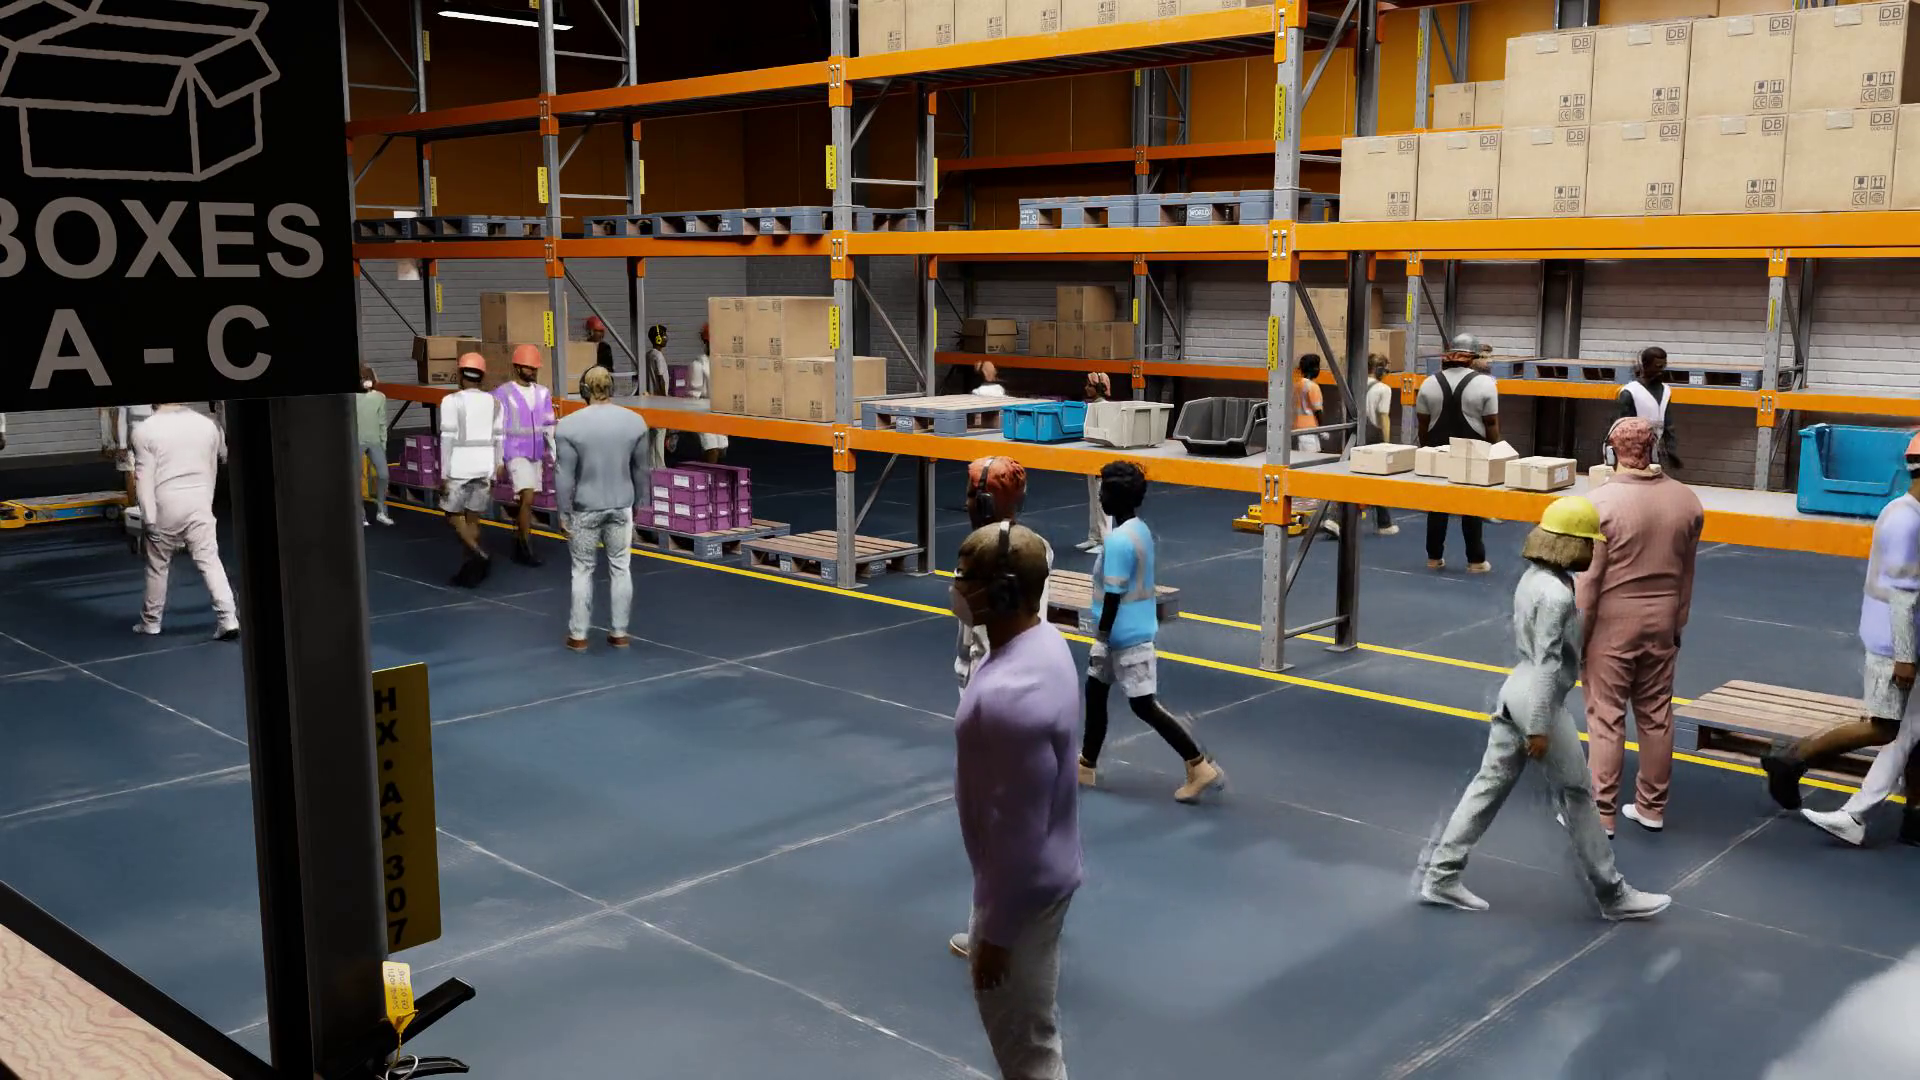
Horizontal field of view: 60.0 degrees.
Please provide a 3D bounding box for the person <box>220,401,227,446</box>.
[{"bbox_3d":[-7.291,-1.143,17.173,0.648,1.826,0.452,-6,11,-34],"label":"person"}]

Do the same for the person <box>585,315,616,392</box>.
[{"bbox_3d":[-4.777,-1.940,21.627,0.797,1.975,0.616,4,10,24],"label":"person"}]

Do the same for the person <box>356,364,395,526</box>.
[{"bbox_3d":[-5.884,-0.924,16.487,0.518,1.618,0.537,-8,12,-40],"label":"person"}]

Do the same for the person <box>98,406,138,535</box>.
[{"bbox_3d":[-8.052,-1.003,16.126,0.663,1.907,0.550,8,12,41],"label":"person"}]

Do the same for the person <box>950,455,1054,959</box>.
[{"bbox_3d":[0.157,0.623,6.170,0.337,1.882,0.585,4,10,25],"label":"person"}]

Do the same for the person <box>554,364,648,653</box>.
[{"bbox_3d":[-2.396,-0.205,11.105,0.641,1.936,0.428,-5,11,-28],"label":"person"}]

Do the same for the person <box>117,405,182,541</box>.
[{"bbox_3d":[-7.684,-0.942,15.928,0.589,1.829,1.001,2,9,9],"label":"person"}]

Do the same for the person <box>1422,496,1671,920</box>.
[{"bbox_3d":[2.296,0.663,6.538,0.942,1.680,0.493,1,9,5],"label":"person"}]

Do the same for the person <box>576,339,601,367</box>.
[{"bbox_3d":[-4.363,-1.488,19.540,0.546,1.739,0.710,-5,10,-28],"label":"person"}]

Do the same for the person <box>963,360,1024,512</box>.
[{"bbox_3d":[0.339,-1.064,17.328,0.509,1.615,0.706,-9,13,-44],"label":"person"}]

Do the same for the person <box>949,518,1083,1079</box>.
[{"bbox_3d":[0.135,0.901,4.304,0.364,1.937,0.633,1,9,5],"label":"person"}]

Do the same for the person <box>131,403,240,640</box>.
[{"bbox_3d":[-5.370,-0.217,11.465,0.996,1.856,0.637,7,11,35],"label":"person"}]

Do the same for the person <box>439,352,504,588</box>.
[{"bbox_3d":[-3.894,-0.548,13.331,0.619,1.892,0.605,8,13,42],"label":"person"}]

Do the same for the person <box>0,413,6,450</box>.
[{"bbox_3d":[-9.691,-1.068,16.264,0.640,1.970,0.496,-5,11,-30],"label":"person"}]

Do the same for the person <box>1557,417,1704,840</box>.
[{"bbox_3d":[2.987,0.397,7.506,0.641,1.904,0.401,-3,10,-16],"label":"person"}]

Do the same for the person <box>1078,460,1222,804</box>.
[{"bbox_3d":[0.855,0.442,7.969,0.844,1.660,0.526,2,9,11],"label":"person"}]

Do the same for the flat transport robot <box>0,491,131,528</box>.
[{"bbox_3d":[-9.076,-0.321,16.894,0.652,0.197,1.431,9,13,43],"label":"flat transport robot"}]

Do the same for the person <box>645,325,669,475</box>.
[{"bbox_3d":[-3.705,-1.712,20.529,0.328,1.872,0.512,-5,11,-30],"label":"person"}]

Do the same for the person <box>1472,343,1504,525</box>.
[{"bbox_3d":[5.186,-1.093,16.909,0.576,1.822,0.848,-5,10,-27],"label":"person"}]

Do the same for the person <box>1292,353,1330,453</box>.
[{"bbox_3d":[3.715,-1.185,17.922,0.784,1.663,0.534,-1,9,-6],"label":"person"}]

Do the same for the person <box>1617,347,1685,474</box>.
[{"bbox_3d":[5.963,-0.720,14.396,0.586,1.894,0.604,-7,12,-38],"label":"person"}]

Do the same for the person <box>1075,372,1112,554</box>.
[{"bbox_3d":[1.241,-0.696,15.007,0.307,1.641,0.513,-2,9,-10],"label":"person"}]

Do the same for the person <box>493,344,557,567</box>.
[{"bbox_3d":[-3.690,-0.721,14.318,0.697,1.906,0.571,7,12,38],"label":"person"}]

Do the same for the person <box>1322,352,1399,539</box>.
[{"bbox_3d":[3.836,-0.886,15.770,0.959,1.784,0.587,-8,12,-39],"label":"person"}]

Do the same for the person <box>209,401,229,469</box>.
[{"bbox_3d":[-9.177,-1.782,21.069,0.652,1.836,0.478,-2,9,-11],"label":"person"}]

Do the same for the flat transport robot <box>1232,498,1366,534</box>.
[{"bbox_3d":[3.385,-0.262,16.528,0.652,0.197,1.431,9,13,43],"label":"flat transport robot"}]

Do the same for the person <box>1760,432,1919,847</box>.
[{"bbox_3d":[4.103,0.422,7.402,0.803,1.897,0.542,9,13,43],"label":"person"}]

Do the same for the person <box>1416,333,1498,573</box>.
[{"bbox_3d":[4.238,-0.746,14.087,0.673,2.000,0.536,7,11,35],"label":"person"}]

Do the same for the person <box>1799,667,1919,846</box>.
[{"bbox_3d":[4.245,0.496,7.184,1.017,1.808,0.529,-1,9,-3],"label":"person"}]

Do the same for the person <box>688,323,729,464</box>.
[{"bbox_3d":[-2.709,-1.311,17.628,0.733,2.020,0.633,5,10,26],"label":"person"}]

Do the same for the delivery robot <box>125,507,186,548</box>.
[{"bbox_3d":[-7.134,-0.173,14.828,0.707,0.478,0.477,7,12,39],"label":"delivery robot"}]
